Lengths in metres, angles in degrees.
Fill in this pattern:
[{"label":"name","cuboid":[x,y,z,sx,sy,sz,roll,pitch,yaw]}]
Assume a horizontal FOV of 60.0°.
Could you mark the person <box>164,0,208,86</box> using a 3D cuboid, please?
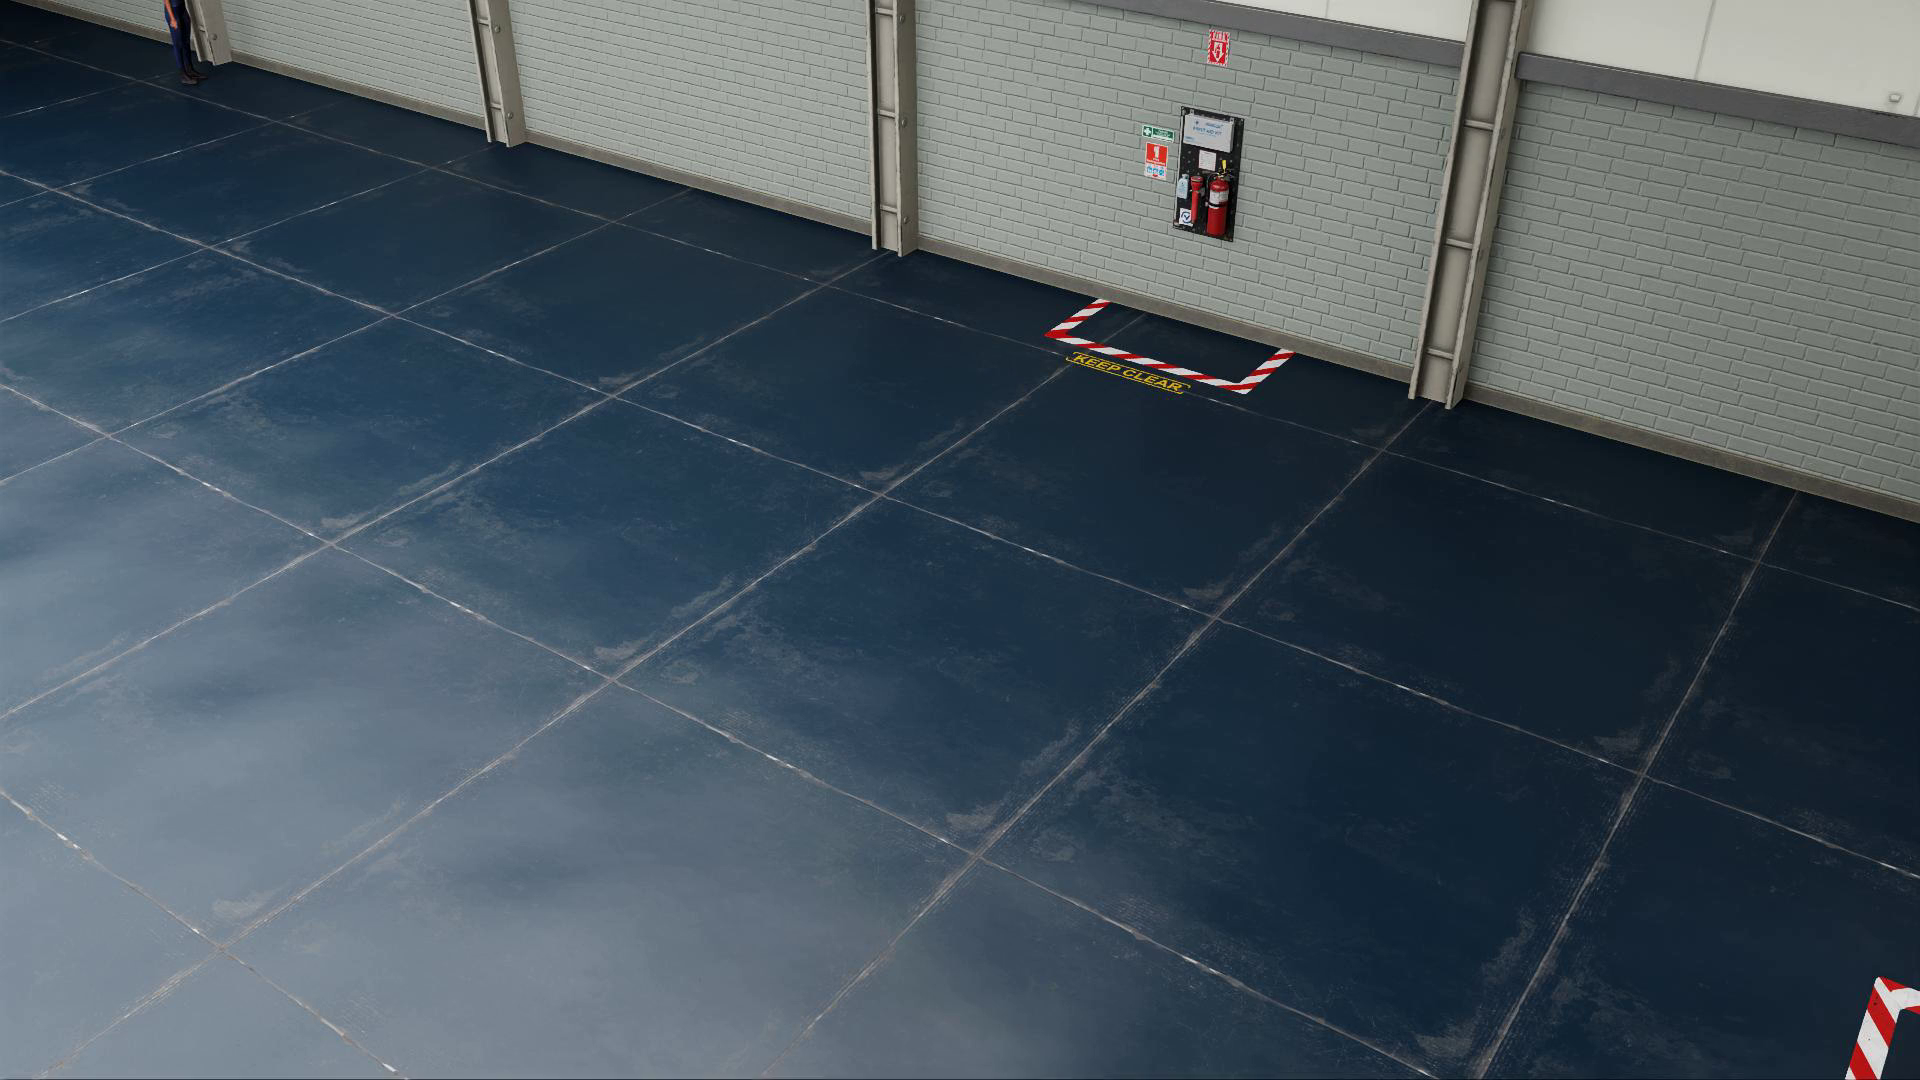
[{"label":"person","cuboid":[-10.477,-7.014,22.245,0.667,1.739,0.649,4,32,6]}]
